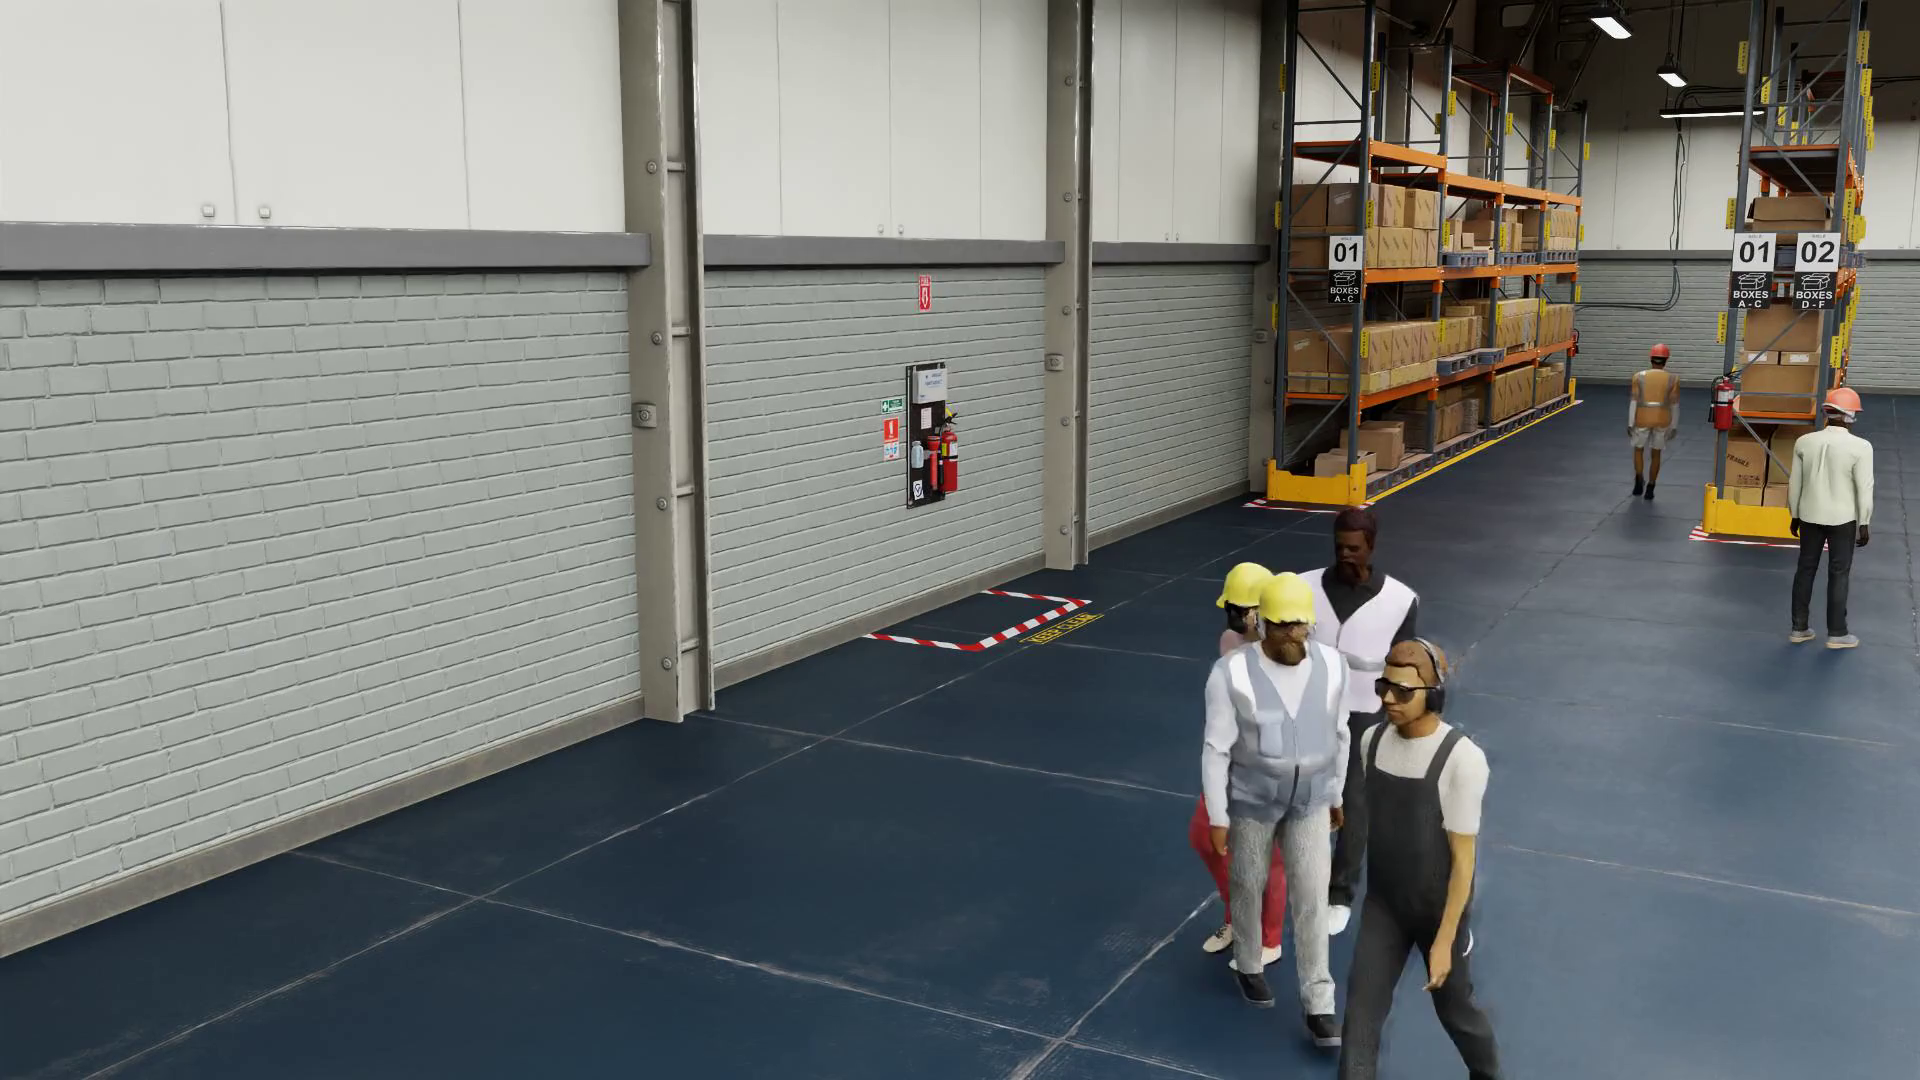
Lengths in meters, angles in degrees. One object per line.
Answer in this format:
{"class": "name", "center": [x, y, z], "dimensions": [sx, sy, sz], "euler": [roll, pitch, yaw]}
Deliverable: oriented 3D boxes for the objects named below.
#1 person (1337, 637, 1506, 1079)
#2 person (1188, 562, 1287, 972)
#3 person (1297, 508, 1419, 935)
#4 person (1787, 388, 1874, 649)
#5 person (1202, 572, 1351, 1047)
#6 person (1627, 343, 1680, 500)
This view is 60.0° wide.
{"class": "person", "center": [1.509, 1.187, 5.420], "dimensions": [0.970, 1.809, 0.508], "euler": [-8, 12, -38]}
{"class": "person", "center": [1.193, 0.949, 6.920], "dimensions": [0.433, 1.745, 0.550], "euler": [-5, 11, -25]}
{"class": "person", "center": [1.793, 0.763, 7.661], "dimensions": [0.596, 1.889, 0.914], "euler": [6, 11, 30]}
{"class": "person", "center": [6.692, -0.171, 12.784], "dimensions": [0.396, 1.990, 0.621], "euler": [-7, 12, -35]}
{"class": "person", "center": [1.237, 1.021, 6.366], "dimensions": [0.618, 1.795, 0.854], "euler": [-1, 10, -6]}
{"class": "person", "center": [8.553, -1.457, 20.510], "dimensions": [0.585, 1.922, 0.457], "euler": [4, 10, 22]}
